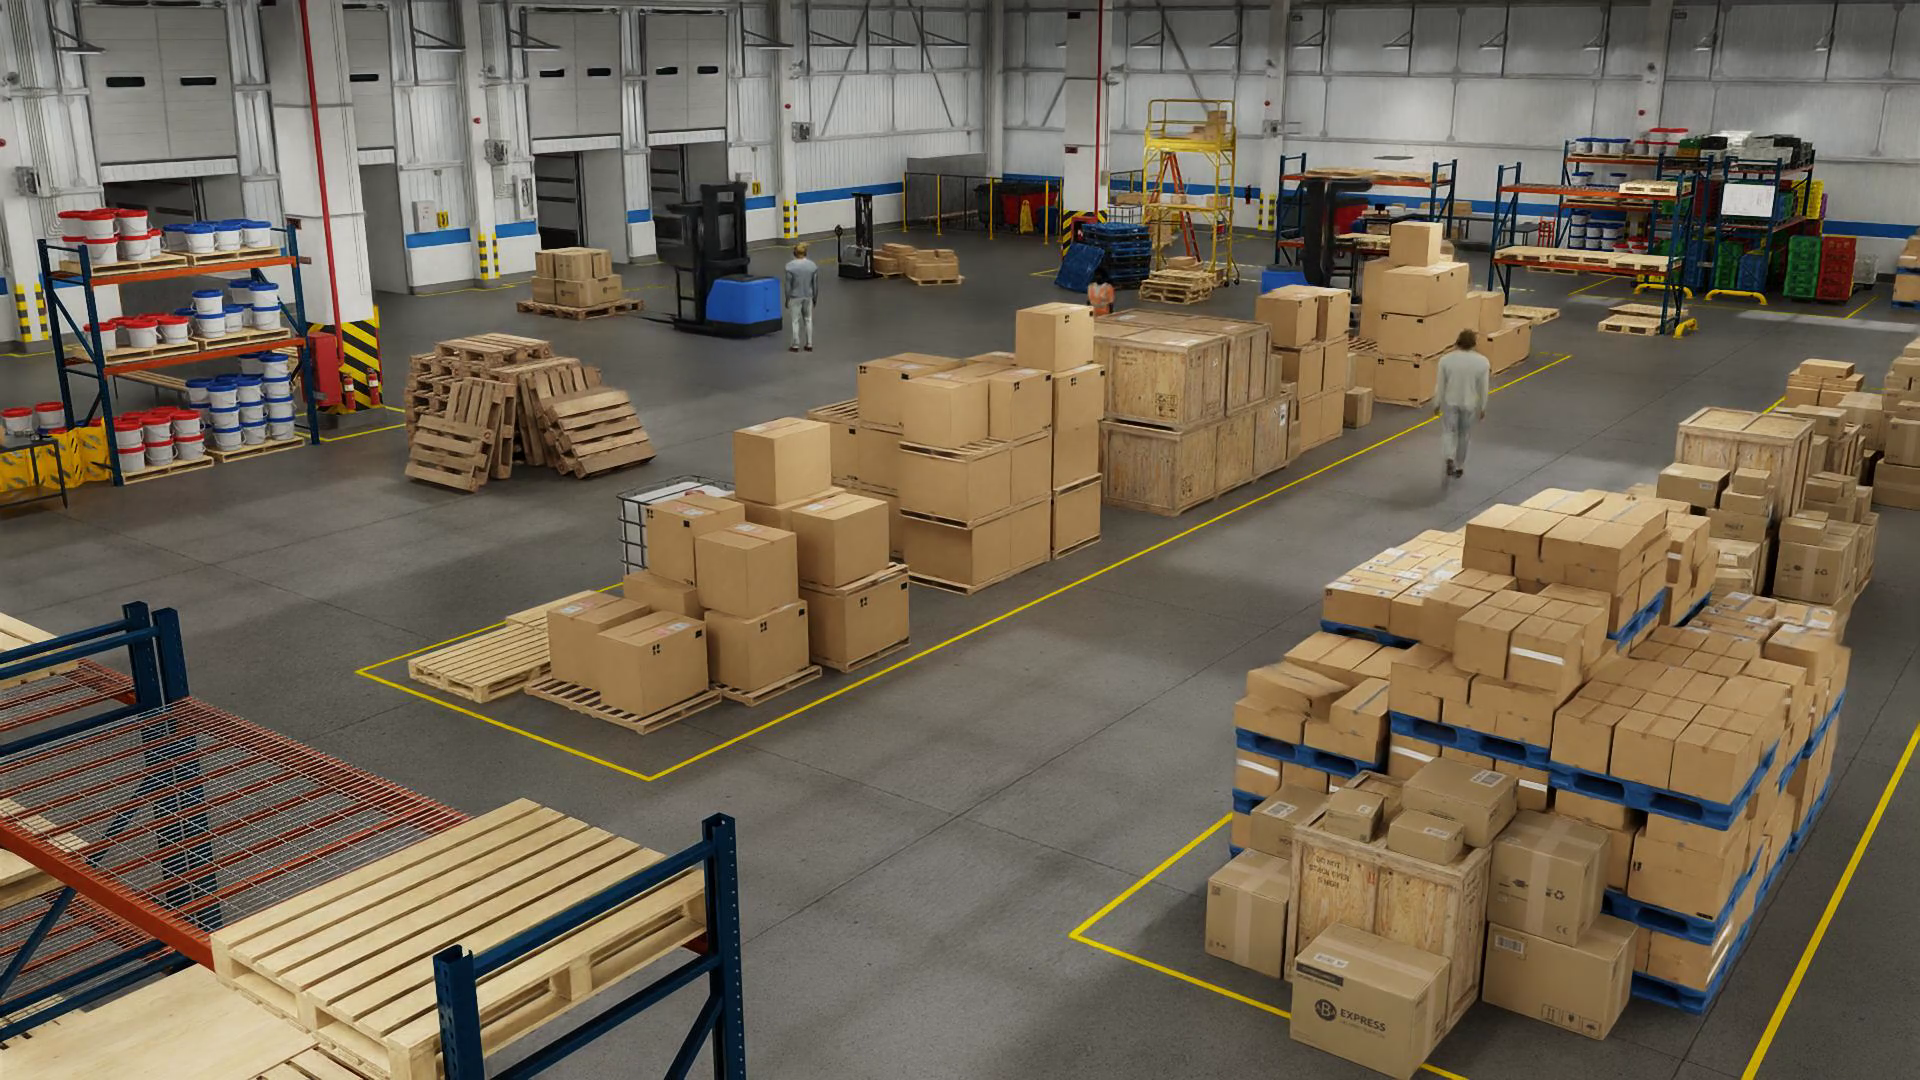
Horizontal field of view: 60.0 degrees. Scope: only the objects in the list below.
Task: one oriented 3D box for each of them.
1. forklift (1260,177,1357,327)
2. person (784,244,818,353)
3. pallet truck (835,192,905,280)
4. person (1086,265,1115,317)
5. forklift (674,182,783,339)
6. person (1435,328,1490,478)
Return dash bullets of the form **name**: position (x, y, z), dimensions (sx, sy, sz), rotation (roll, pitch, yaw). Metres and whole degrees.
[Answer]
- **forklift**: position (6.841, -5.633, 32.428), dimensions (1.873, 2.768, 1.129), rotation (3, 17, 9)
- **person**: position (-2.828, -4.310, 29.675), dimensions (0.634, 1.929, 0.380), rotation (-9, 19, -26)
- **pallet truck**: position (-1.936, -7.159, 38.982), dimensions (1.885, 1.965, 0.823), rotation (-12, 21, -34)
- **person**: position (2.395, -3.876, 28.625), dimensions (0.540, 1.695, 0.317), rotation (11, 20, 32)
- **forklift**: position (-4.393, -5.327, 31.414), dimensions (1.873, 2.768, 1.129), rotation (12, 21, 35)
- **person**: position (6.343, -1.710, 21.066), dimensions (0.655, 1.928, 0.491), rotation (6, 18, 20)
